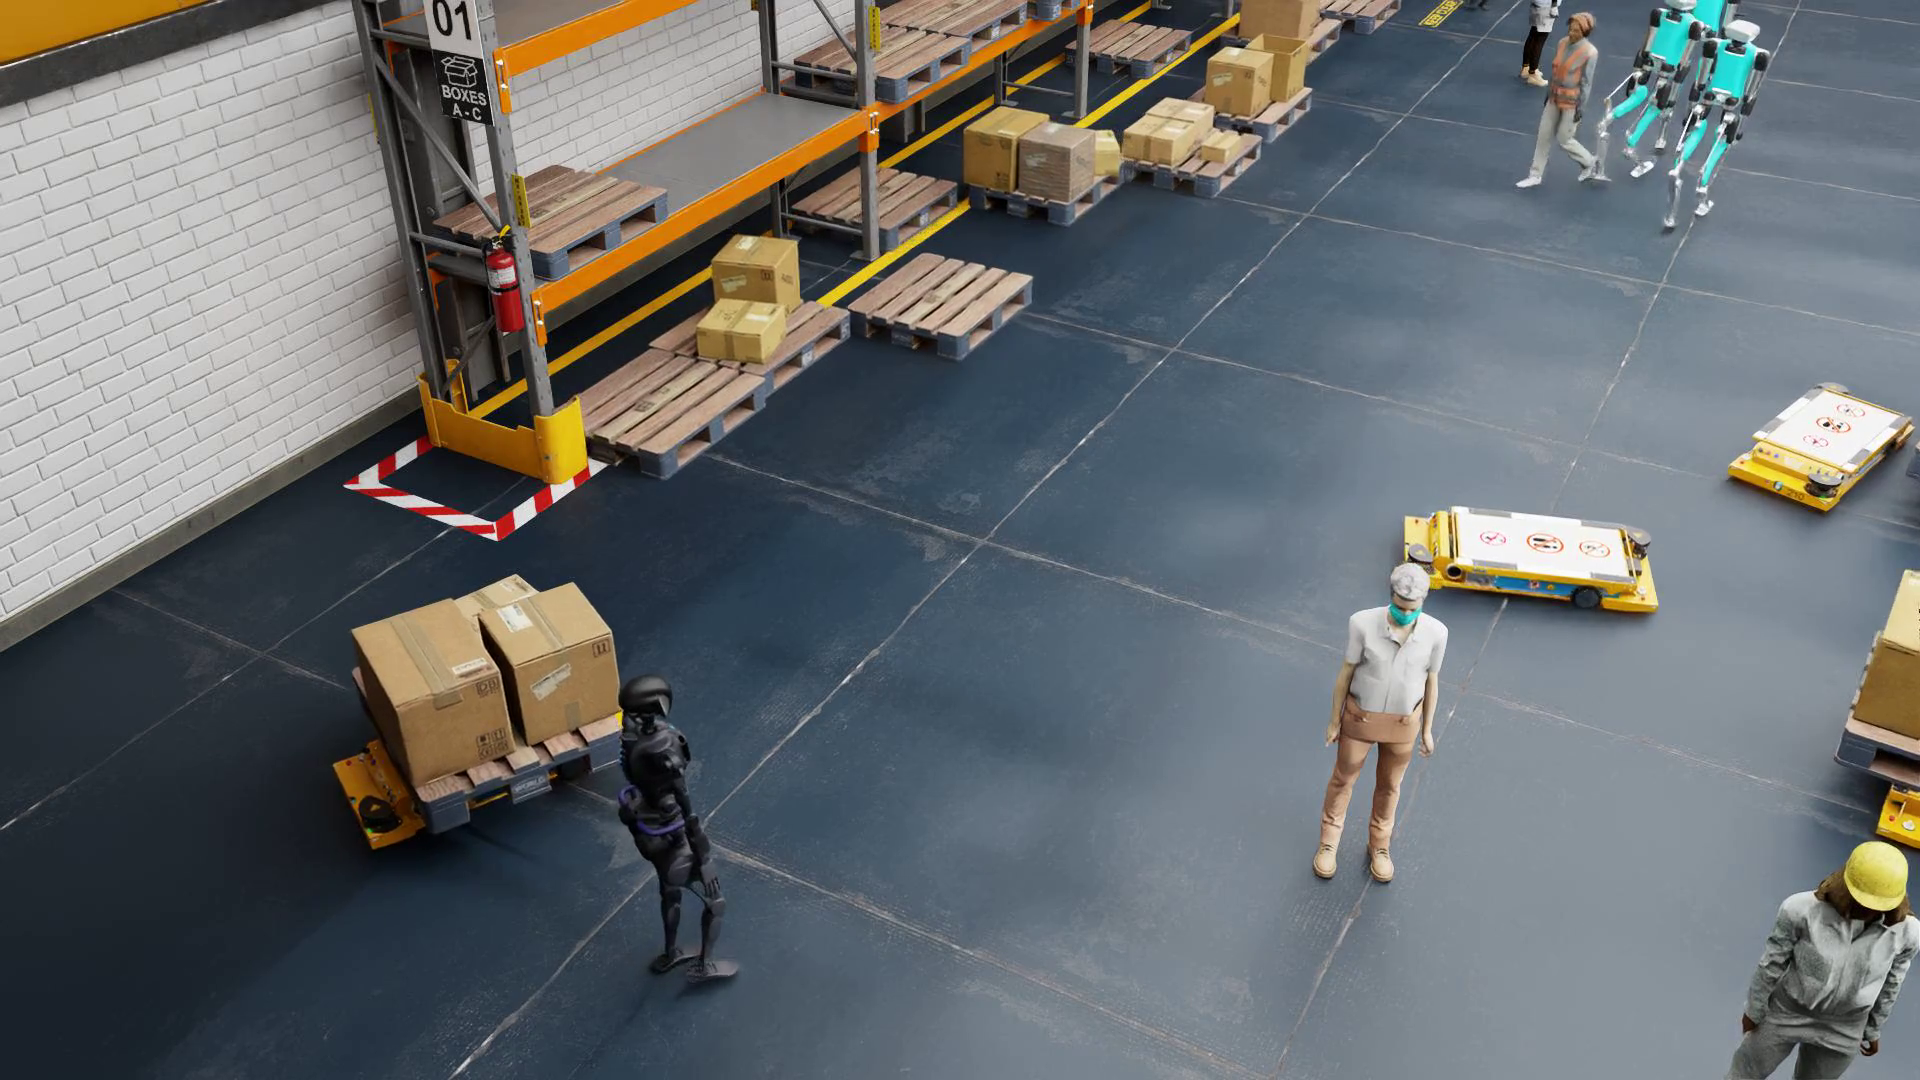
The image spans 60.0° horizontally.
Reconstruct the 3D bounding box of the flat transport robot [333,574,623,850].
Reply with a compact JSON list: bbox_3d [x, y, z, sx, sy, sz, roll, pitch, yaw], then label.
[{"bbox_3d":[-2.409,1.070,8.529,1.431,0.231,0.659,-20,38,-27],"label":"flat transport robot"}]

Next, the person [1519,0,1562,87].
[{"bbox_3d":[6.125,-5.609,17.339,0.318,1.696,0.533,1,33,2],"label":"person"}]

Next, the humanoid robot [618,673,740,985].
[{"bbox_3d":[-1.241,1.209,7.036,0.351,1.656,0.603,-21,39,-29],"label":"humanoid robot"}]

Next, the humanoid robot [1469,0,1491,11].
[{"bbox_3d":[6.315,-7.054,19.552,0.594,1.640,0.424,1,33,2],"label":"humanoid robot"}]

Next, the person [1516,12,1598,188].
[{"bbox_3d":[5.450,-3.912,14.841,0.616,1.616,0.524,-11,35,-16],"label":"person"}]

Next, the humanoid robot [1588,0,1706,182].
[{"bbox_3d":[6.017,-3.945,14.821,1.007,1.744,0.530,-18,38,-25],"label":"humanoid robot"}]

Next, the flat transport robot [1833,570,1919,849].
[{"bbox_3d":[5.125,1.144,8.417,0.659,0.231,1.431,20,38,27],"label":"flat transport robot"}]

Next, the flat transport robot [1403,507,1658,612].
[{"bbox_3d":[3.407,0.107,9.986,1.431,0.231,0.659,7,34,10],"label":"flat transport robot"}]

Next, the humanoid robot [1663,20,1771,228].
[{"bbox_3d":[6.312,-3.443,14.037,0.560,1.769,0.957,24,41,32],"label":"humanoid robot"}]

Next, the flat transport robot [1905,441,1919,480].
[{"bbox_3d":[6.767,-0.290,10.586,0.659,0.231,1.431,27,42,34],"label":"flat transport robot"}]

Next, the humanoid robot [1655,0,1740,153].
[{"bbox_3d":[6.805,-4.453,15.461,0.532,1.694,0.736,17,37,24],"label":"humanoid robot"}]

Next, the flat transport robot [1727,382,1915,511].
[{"bbox_3d":[5.784,-0.643,11.120,1.431,0.231,0.659,-28,43,-35],"label":"flat transport robot"}]

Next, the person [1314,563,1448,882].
[{"bbox_3d":[1.917,0.830,7.559,0.479,1.738,0.321,4,34,6],"label":"person"}]

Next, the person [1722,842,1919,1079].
[{"bbox_3d":[3.153,1.770,6.133,0.492,1.742,0.318,8,34,11],"label":"person"}]

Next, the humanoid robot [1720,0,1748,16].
[{"bbox_3d":[9.139,-6.903,19.334,0.493,1.636,0.610,-17,37,-23],"label":"humanoid robot"}]
